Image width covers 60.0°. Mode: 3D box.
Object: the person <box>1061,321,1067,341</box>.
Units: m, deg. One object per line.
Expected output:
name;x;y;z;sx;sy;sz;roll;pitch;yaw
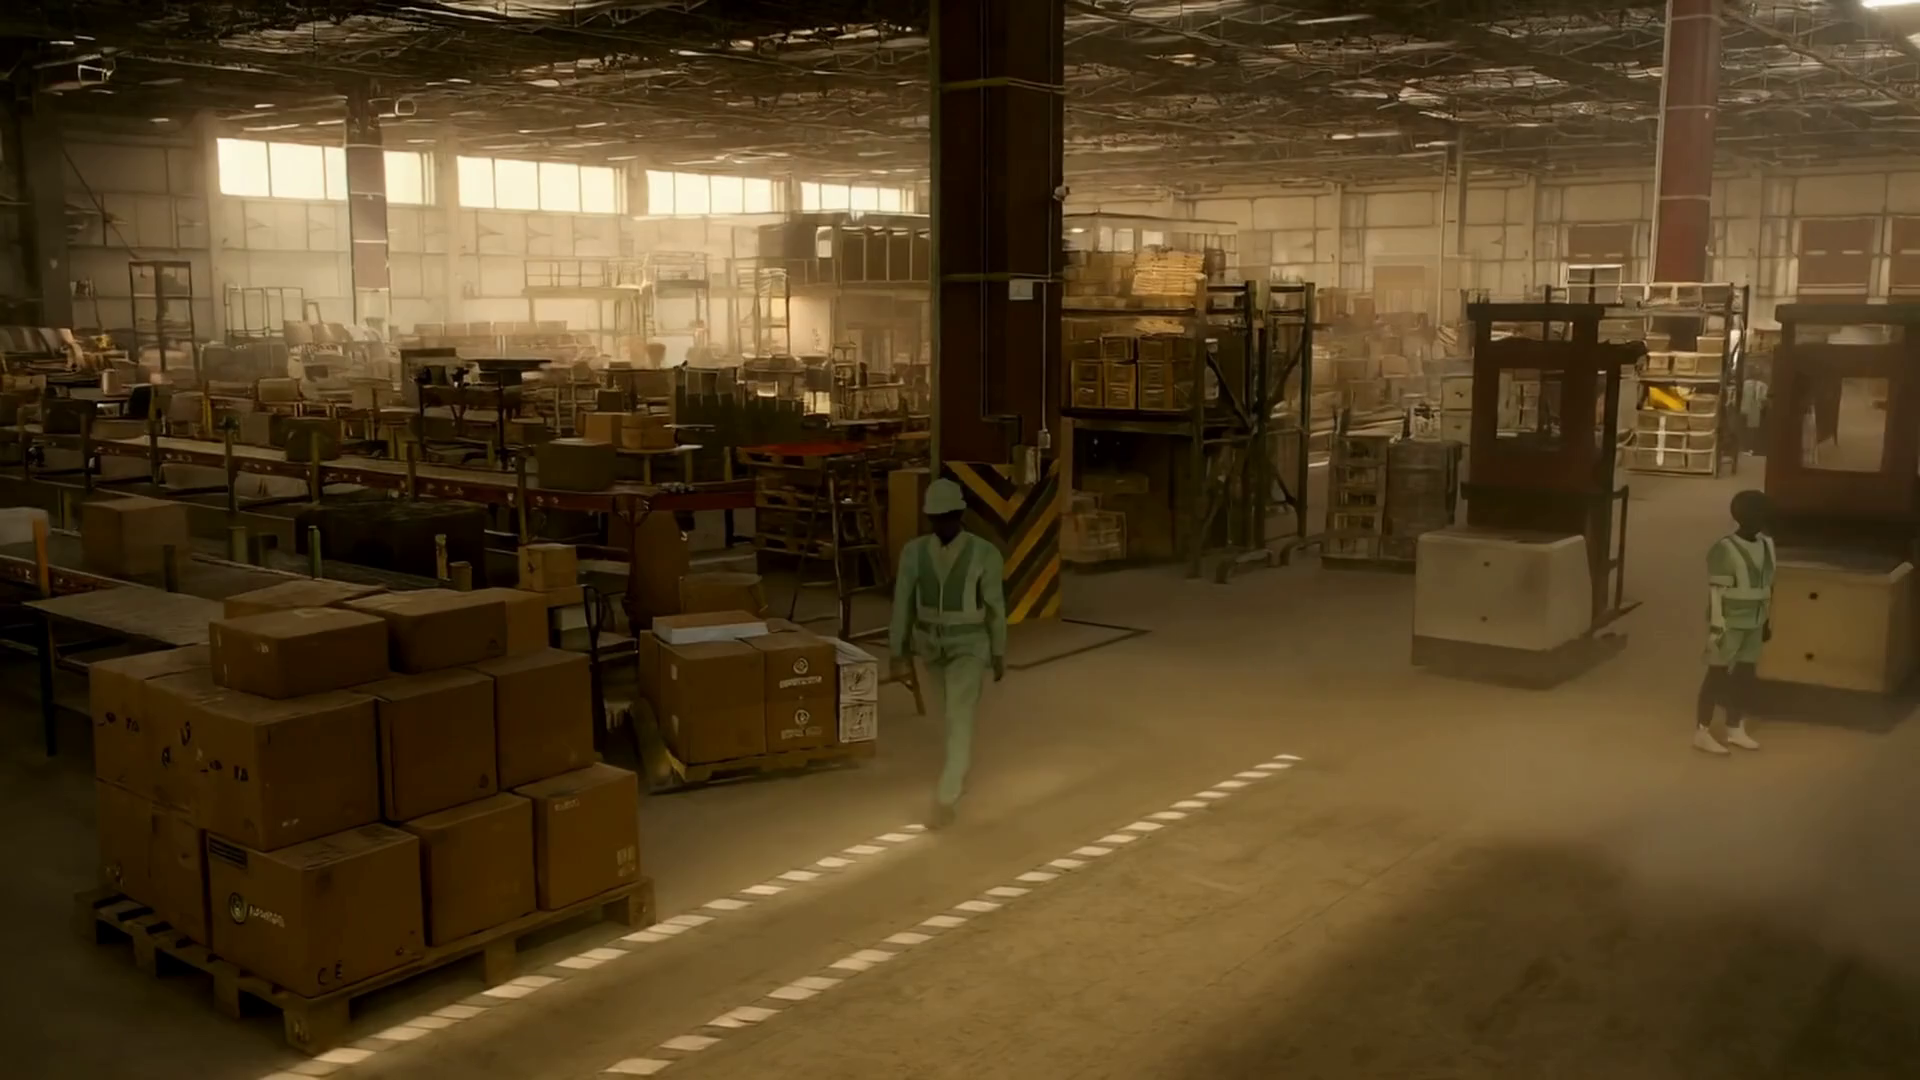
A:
person;3.626;-7.069;60.748;0.590;1.926;0.388;-2;9;-14

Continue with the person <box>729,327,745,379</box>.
person;-7.508;-6.301;56.114;0.533;1.767;0.327;1;8;4

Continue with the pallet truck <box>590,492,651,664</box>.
pallet truck;-3.115;0.344;12.883;0.653;1.274;1.630;7;11;37

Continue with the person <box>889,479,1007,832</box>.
person;-0.077;0.595;9.226;0.635;1.889;1.014;3;9;21

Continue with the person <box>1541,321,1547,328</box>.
person;27.774;-9.743;78.872;0.685;1.904;0.602;5;10;31

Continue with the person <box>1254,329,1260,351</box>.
person;12.223;-8.283;68.912;0.627;1.934;0.370;-3;9;-17

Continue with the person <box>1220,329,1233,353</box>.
person;8.069;-5.519;50.312;0.543;1.925;0.511;-2;9;-15

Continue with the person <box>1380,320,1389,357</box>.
person;16.156;-7.447;63.490;0.513;1.872;0.328;-8;11;-42

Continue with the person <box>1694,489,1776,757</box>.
person;4.884;0.515;10.432;0.533;1.689;0.321;-4;9;-26

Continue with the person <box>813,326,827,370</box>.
person;-4.459;-5.792;52.366;0.648;1.869;0.588;7;11;40

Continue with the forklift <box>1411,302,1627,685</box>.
forklift;4.379;-0.438;12.852;1.129;2.768;1.873;7;11;37

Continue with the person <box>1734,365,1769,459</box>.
person;13.898;-2.248;29.180;0.800;1.641;0.542;-5;10;-30

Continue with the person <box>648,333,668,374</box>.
person;-8.167;-4.657;44.814;0.516;1.843;0.782;-5;10;-32

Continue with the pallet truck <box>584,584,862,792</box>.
pallet truck;-1.426;0.805;10.019;1.601;1.201;0.680;-4;9;-26

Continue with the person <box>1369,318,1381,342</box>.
person;14.893;-6.957;59.669;0.477;2.019;0.611;5;10;29

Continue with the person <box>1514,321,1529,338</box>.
person;25.565;-9.213;75.730;0.658;1.779;0.964;1;9;8

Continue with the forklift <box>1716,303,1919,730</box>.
forklift;6.127;-0.252;11.599;1.129;2.768;1.873;6;11;37

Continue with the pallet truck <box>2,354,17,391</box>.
pallet truck;-24.881;-4.417;42.634;1.885;1.965;0.823;8;11;41

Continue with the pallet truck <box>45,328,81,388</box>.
pallet truck;-23.775;-4.544;43.495;1.885;1.965;0.823;6;10;35
